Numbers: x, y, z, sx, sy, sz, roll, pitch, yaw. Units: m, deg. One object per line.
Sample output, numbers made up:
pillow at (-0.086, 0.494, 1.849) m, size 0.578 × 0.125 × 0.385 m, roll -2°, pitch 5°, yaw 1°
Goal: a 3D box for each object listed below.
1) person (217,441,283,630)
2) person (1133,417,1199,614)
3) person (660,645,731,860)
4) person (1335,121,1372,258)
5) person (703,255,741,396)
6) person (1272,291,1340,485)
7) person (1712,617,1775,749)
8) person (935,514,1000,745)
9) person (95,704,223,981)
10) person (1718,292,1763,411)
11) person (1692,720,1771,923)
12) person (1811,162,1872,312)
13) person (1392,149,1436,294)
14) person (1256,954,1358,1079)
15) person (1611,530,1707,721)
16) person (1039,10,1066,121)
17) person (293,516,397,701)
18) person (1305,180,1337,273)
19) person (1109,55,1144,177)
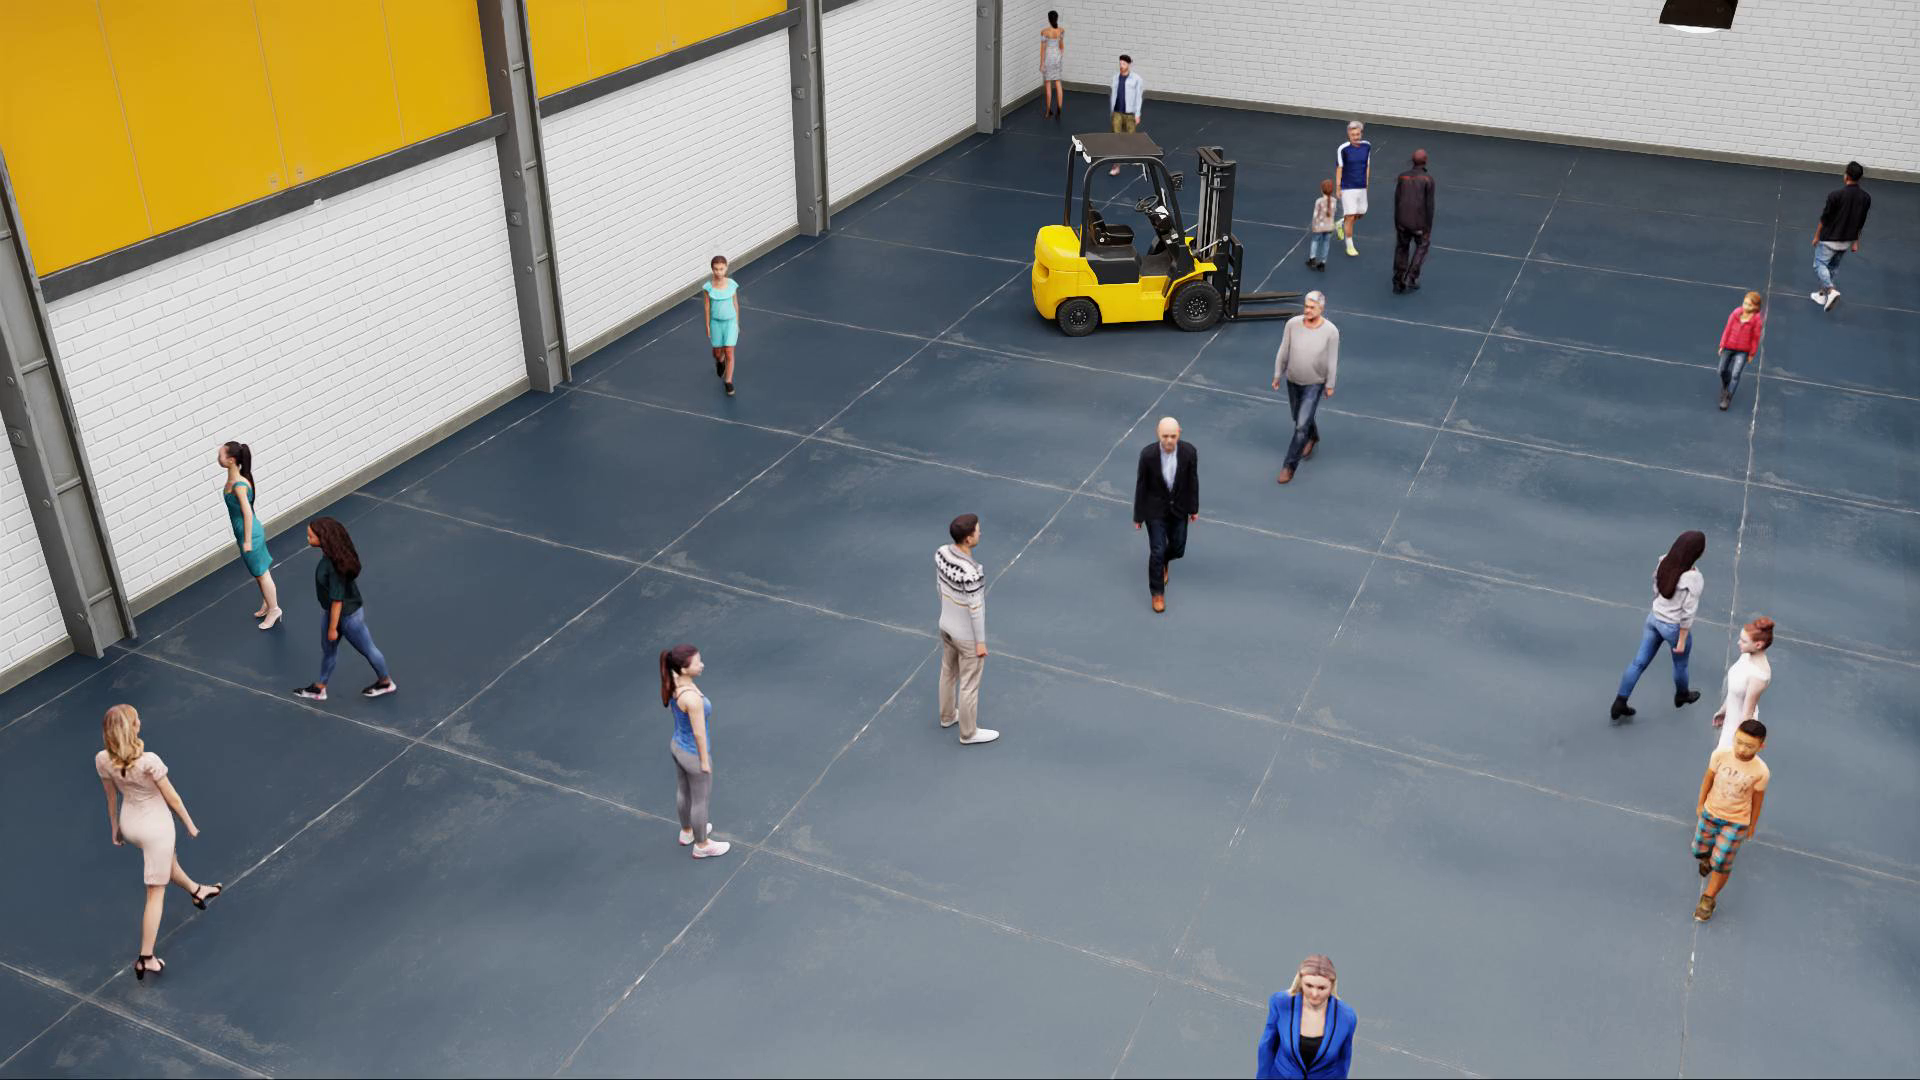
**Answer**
person at (-5.880, -0.050, 13.760) m, size 0.664 × 1.685 × 0.626 m, roll -13°, pitch 31°, yaw -23°
person at (1.735, -0.286, 14.100) m, size 0.926 × 1.774 × 1.012 m, roll 0°, pitch 29°, yaw -1°
person at (-1.800, 1.410, 11.164) m, size 0.682 × 1.609 × 0.650 m, roll -17°, pitch 33°, yaw -28°
person at (5.194, -4.712, 22.182) m, size 0.980 × 1.805 × 1.046 m, roll -10°, pitch 30°, yaw -18°
person at (-2.584, -2.385, 18.186) m, size 0.796 × 1.547 × 0.901 m, roll -5°, pitch 29°, yaw -9°
person at (3.426, -1.568, 16.352) m, size 0.910 × 1.869 × 1.294 m, roll 20°, pitch 34°, yaw 32°
person at (5.254, 1.288, 11.201) m, size 0.872 × 1.786 × 0.683 m, roll 8°, pitch 30°, yaw 15°
person at (0.013, 0.644, 12.305) m, size 0.772 × 1.861 × 0.767 m, roll -17°, pitch 33°, yaw -28°
person at (-4.997, 1.865, 10.153) m, size 0.782 × 1.777 × 1.175 m, roll 6°, pitch 29°, yaw 11°
person at (8.352, -2.058, 17.835) m, size 0.615 × 1.308 × 0.727 m, roll 22°, pitch 35°, yaw 34°
person at (4.959, 1.746, 10.714) m, size 0.656 × 1.449 × 0.857 m, roll 23°, pitch 36°, yaw 35°
person at (10.740, -3.664, 20.283) m, size 0.971 × 1.785 × 1.116 m, roll -2°, pitch 29°, yaw -3°
person at (5.615, -3.953, 20.783) m, size 0.780 × 1.813 × 0.745 m, roll 20°, pitch 34°, yaw 32°
person at (1.748, 2.802, 8.515) m, size 0.666 × 1.701 × 0.632 m, roll 5°, pitch 29°, yaw 10°
person at (5.260, 0.681, 12.526) m, size 1.106 × 1.585 × 1.030 m, roll -11°, pitch 31°, yaw -20°
person at (1.590, -8.117, 28.406) m, size 0.664 × 1.822 × 0.726 m, roll -10°, pitch 30°, yaw -18°
person at (-4.634, 0.541, 12.777) m, size 1.054 × 1.589 × 0.970 m, roll -11°, pitch 31°, yaw -20°
person at (4.761, -4.076, 21.662) m, size 0.594 × 1.186 × 0.661 m, roll -3°, pitch 29°, yaw -6°
person at (2.552, -6.530, 25.526) m, size 0.683 × 1.795 × 0.933 m, roll 12°, pitch 31°, yaw 21°
